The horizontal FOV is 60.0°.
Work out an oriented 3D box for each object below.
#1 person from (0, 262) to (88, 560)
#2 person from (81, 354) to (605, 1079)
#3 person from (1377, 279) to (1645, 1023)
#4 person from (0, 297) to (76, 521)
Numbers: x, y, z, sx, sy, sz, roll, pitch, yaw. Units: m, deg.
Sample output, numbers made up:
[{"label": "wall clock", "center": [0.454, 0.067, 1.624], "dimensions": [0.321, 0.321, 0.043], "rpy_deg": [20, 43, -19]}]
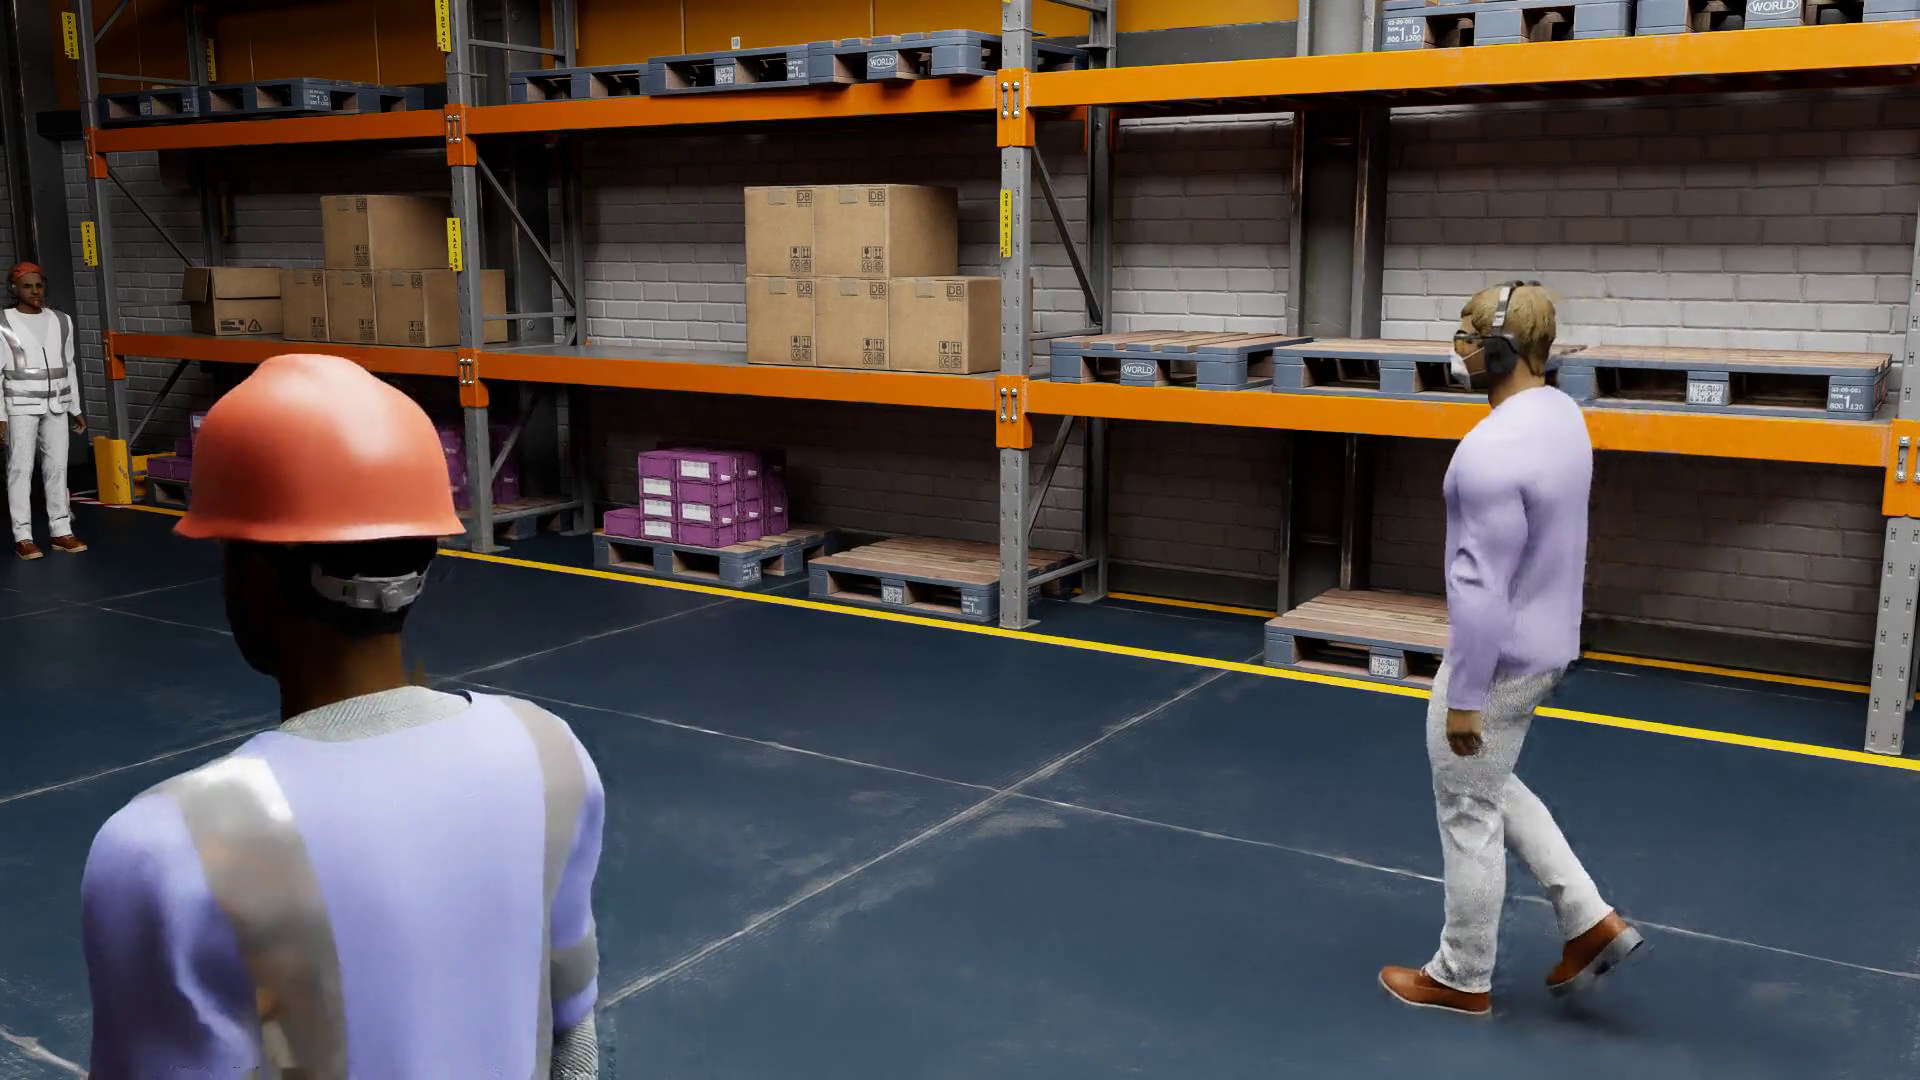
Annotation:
[{"label": "person", "center": [-5.901, -0.826, 10.639], "dimensions": [0.337, 1.882, 0.583], "rpy_deg": [6, 12, 31]}, {"label": "person", "center": [-0.542, 0.779, 1.661], "dimensions": [0.656, 1.917, 0.555], "rpy_deg": [6, 12, 31]}, {"label": "person", "center": [1.395, 0.314, 4.198], "dimensions": [0.536, 1.928, 0.646], "rpy_deg": [7, 13, 35]}, {"label": "person", "center": [-6.825, -1.051, 12.184], "dimensions": [0.639, 1.791, 0.995], "rpy_deg": [-10, 14, -43]}]
